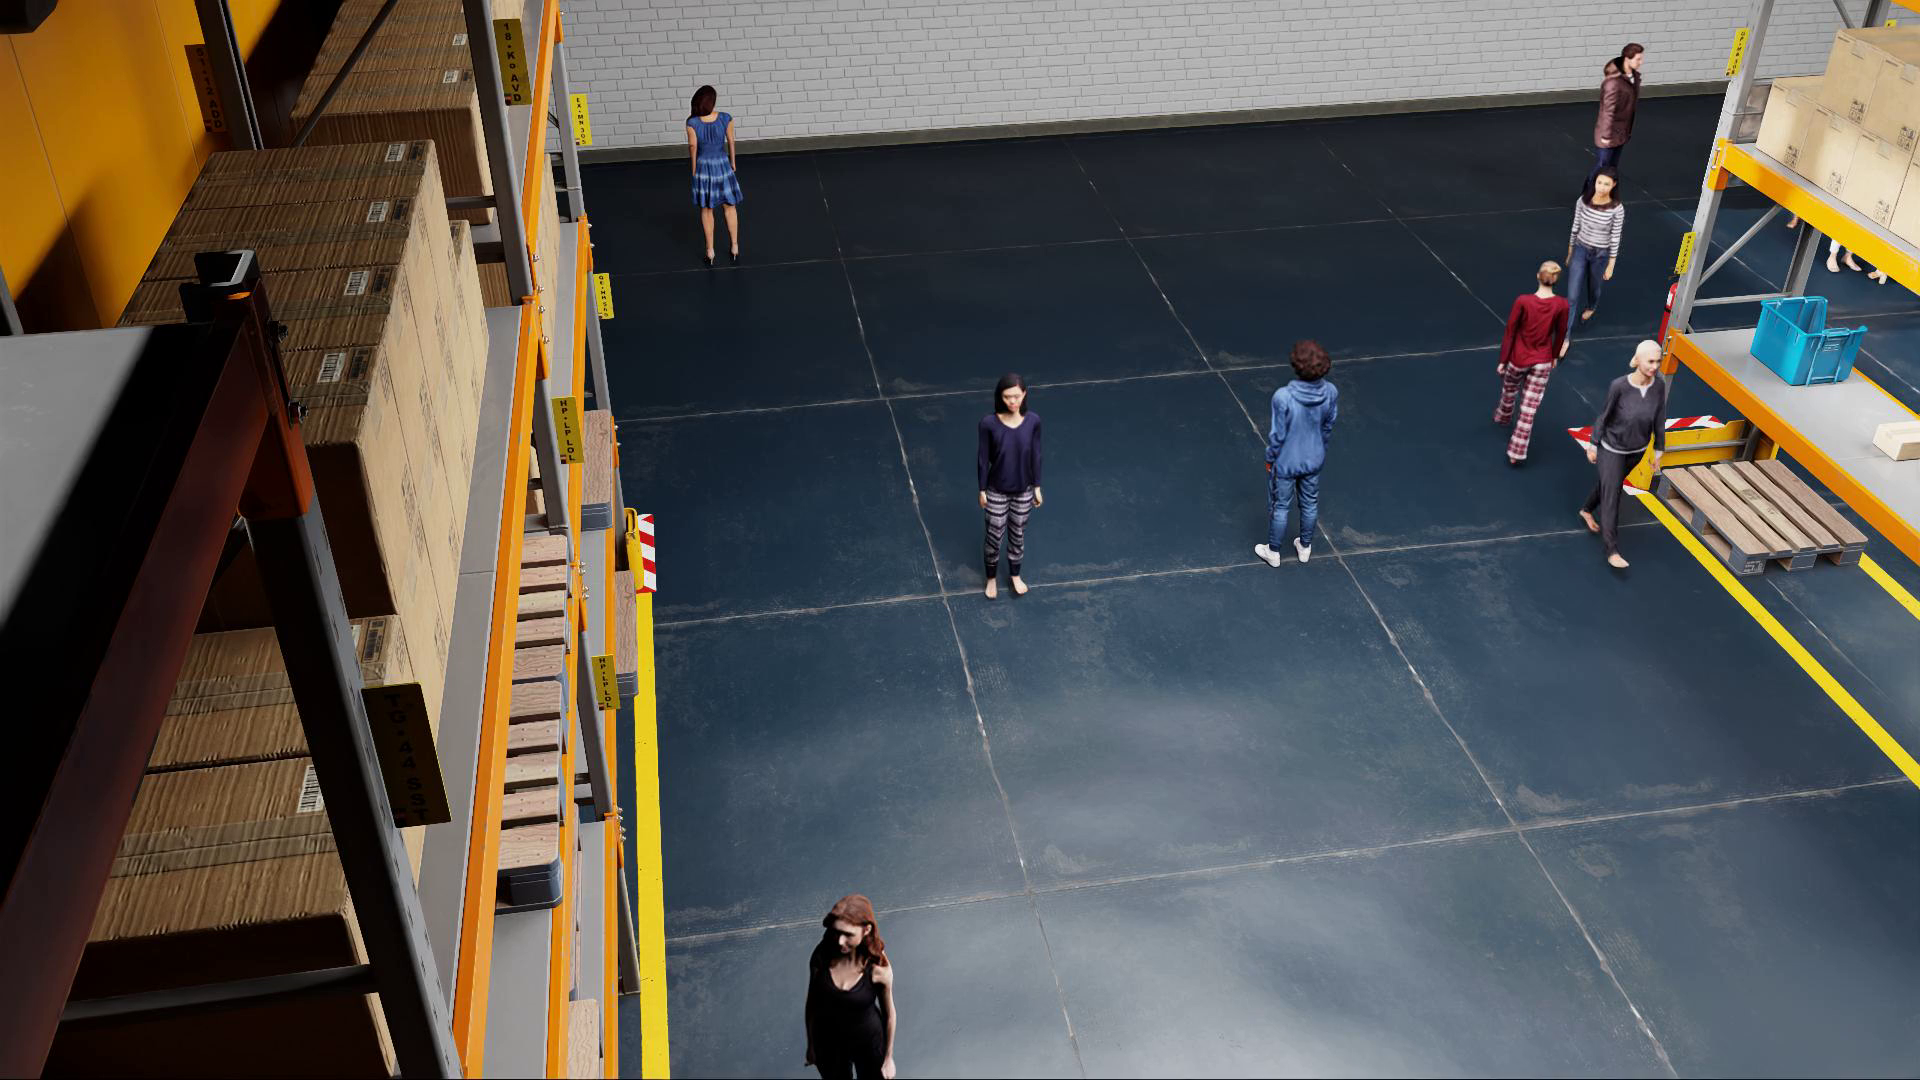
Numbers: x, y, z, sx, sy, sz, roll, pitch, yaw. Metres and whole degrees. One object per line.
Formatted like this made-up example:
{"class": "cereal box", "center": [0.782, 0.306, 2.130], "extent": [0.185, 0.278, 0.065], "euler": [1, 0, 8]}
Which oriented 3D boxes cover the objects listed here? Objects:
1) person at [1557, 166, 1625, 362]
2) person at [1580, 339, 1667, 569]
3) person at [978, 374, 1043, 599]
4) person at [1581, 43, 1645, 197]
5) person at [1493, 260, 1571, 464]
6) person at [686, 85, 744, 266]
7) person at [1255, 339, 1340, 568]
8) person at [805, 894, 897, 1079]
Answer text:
{"class": "person", "center": [5.651, -2.505, 14.848], "extent": [1.115, 1.742, 1.200], "euler": [20, 38, 27]}
{"class": "person", "center": [4.828, -0.714, 12.209], "extent": [0.646, 1.682, 1.065], "euler": [-5, 34, -8]}
{"class": "person", "center": [0.346, -0.401, 11.691], "extent": [0.606, 1.734, 0.523], "euler": [-6, 34, -10]}
{"class": "person", "center": [6.861, -4.325, 17.498], "extent": [0.894, 1.841, 0.865], "euler": [27, 42, 35]}
{"class": "person", "center": [4.550, -1.394, 13.253], "extent": [0.890, 1.659, 1.150], "euler": [6, 34, 8]}
{"class": "person", "center": [-2.435, -3.613, 16.458], "extent": [0.708, 1.806, 0.629], "euler": [-12, 35, -17]}
{"class": "person", "center": [2.429, -0.623, 11.953], "extent": [0.678, 1.814, 0.588], "euler": [-8, 34, -11]}
{"class": "person", "center": [-0.486, 2.276, 7.652], "extent": [0.656, 1.747, 0.647], "euler": [8, 34, 12]}
